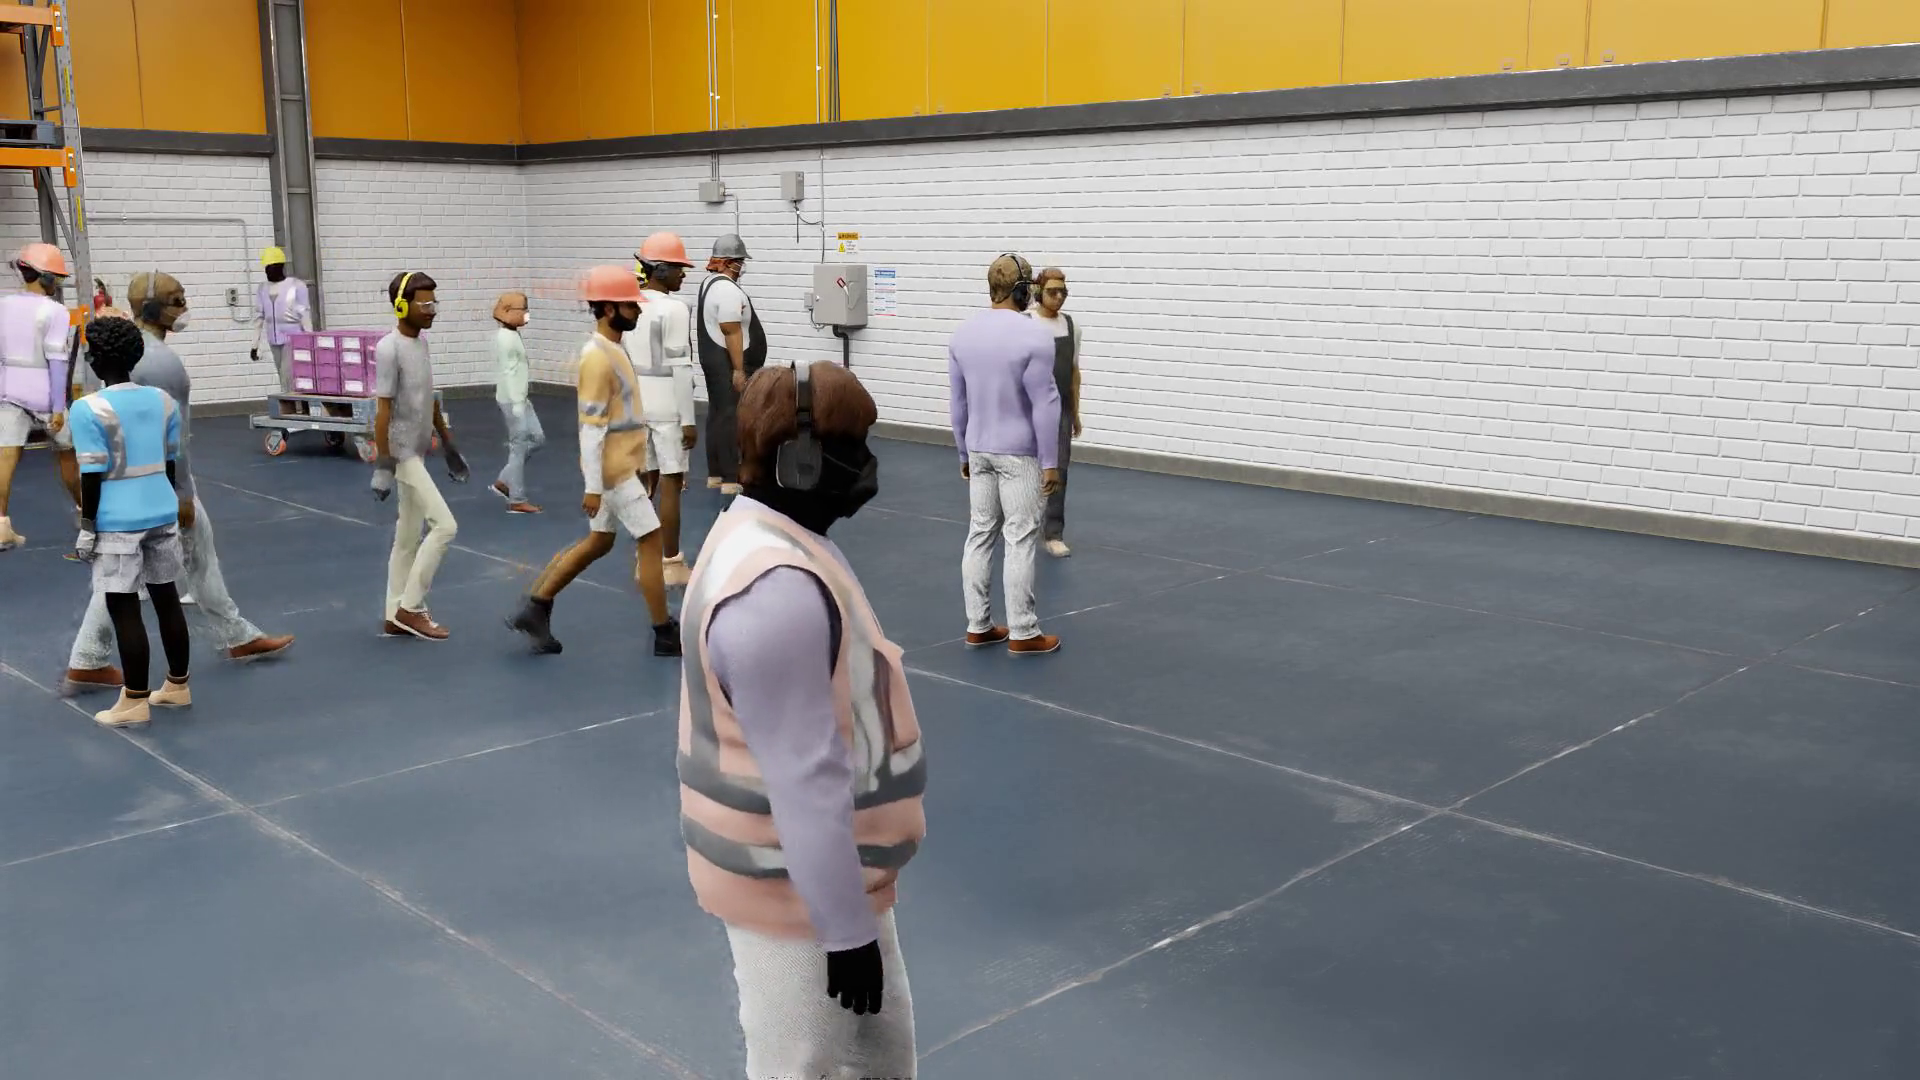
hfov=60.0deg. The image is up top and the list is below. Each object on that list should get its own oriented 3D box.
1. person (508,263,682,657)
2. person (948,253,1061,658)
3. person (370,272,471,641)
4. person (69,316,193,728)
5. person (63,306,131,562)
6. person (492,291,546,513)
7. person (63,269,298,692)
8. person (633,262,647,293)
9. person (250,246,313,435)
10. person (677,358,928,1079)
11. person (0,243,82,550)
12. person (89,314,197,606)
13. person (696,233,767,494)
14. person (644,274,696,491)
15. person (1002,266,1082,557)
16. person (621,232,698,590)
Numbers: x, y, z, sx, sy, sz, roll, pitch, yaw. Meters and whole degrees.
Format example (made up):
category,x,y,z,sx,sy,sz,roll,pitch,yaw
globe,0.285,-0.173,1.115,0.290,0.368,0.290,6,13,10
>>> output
category,x,y,z,sx,sy,sz,roll,pitch,yaw
person,-1.703,-0.361,7.912,0.951,1.908,0.545,-1,10,-8
person,0.228,-0.401,8.009,0.636,1.939,0.364,9,14,41
person,-2.707,-0.406,8.313,0.516,1.844,0.485,-1,10,-5
person,-3.434,-0.073,6.881,0.316,1.696,0.540,3,11,16
person,-5.235,-0.680,10.500,0.881,1.585,0.518,-9,14,-40
person,-3.201,-0.997,12.122,0.343,1.621,0.534,-2,11,-9
person,-3.599,-0.272,7.489,1.034,1.878,0.630,-8,13,-39
person,-2.682,-1.534,14.479,0.586,1.833,0.403,8,13,36
person,-6.906,-1.994,16.782,0.627,1.900,0.758,4,11,19
person,-0.291,0.591,2.940,0.776,1.818,0.634,-1,10,-3
person,-6.058,-0.956,10.947,0.644,1.959,1.118,2,11,10
person,-4.426,-0.420,9.038,0.515,1.595,0.590,10,14,42
person,-1.791,-1.395,13.149,0.535,2.000,0.688,-5,11,-25
person,-2.355,-1.314,13.166,0.514,1.876,0.328,-2,11,-11
person,0.511,-0.826,10.622,0.510,1.833,0.614,-5,11,-24
person,-1.705,-0.737,9.570,0.394,2.040,0.609,-10,14,-43
